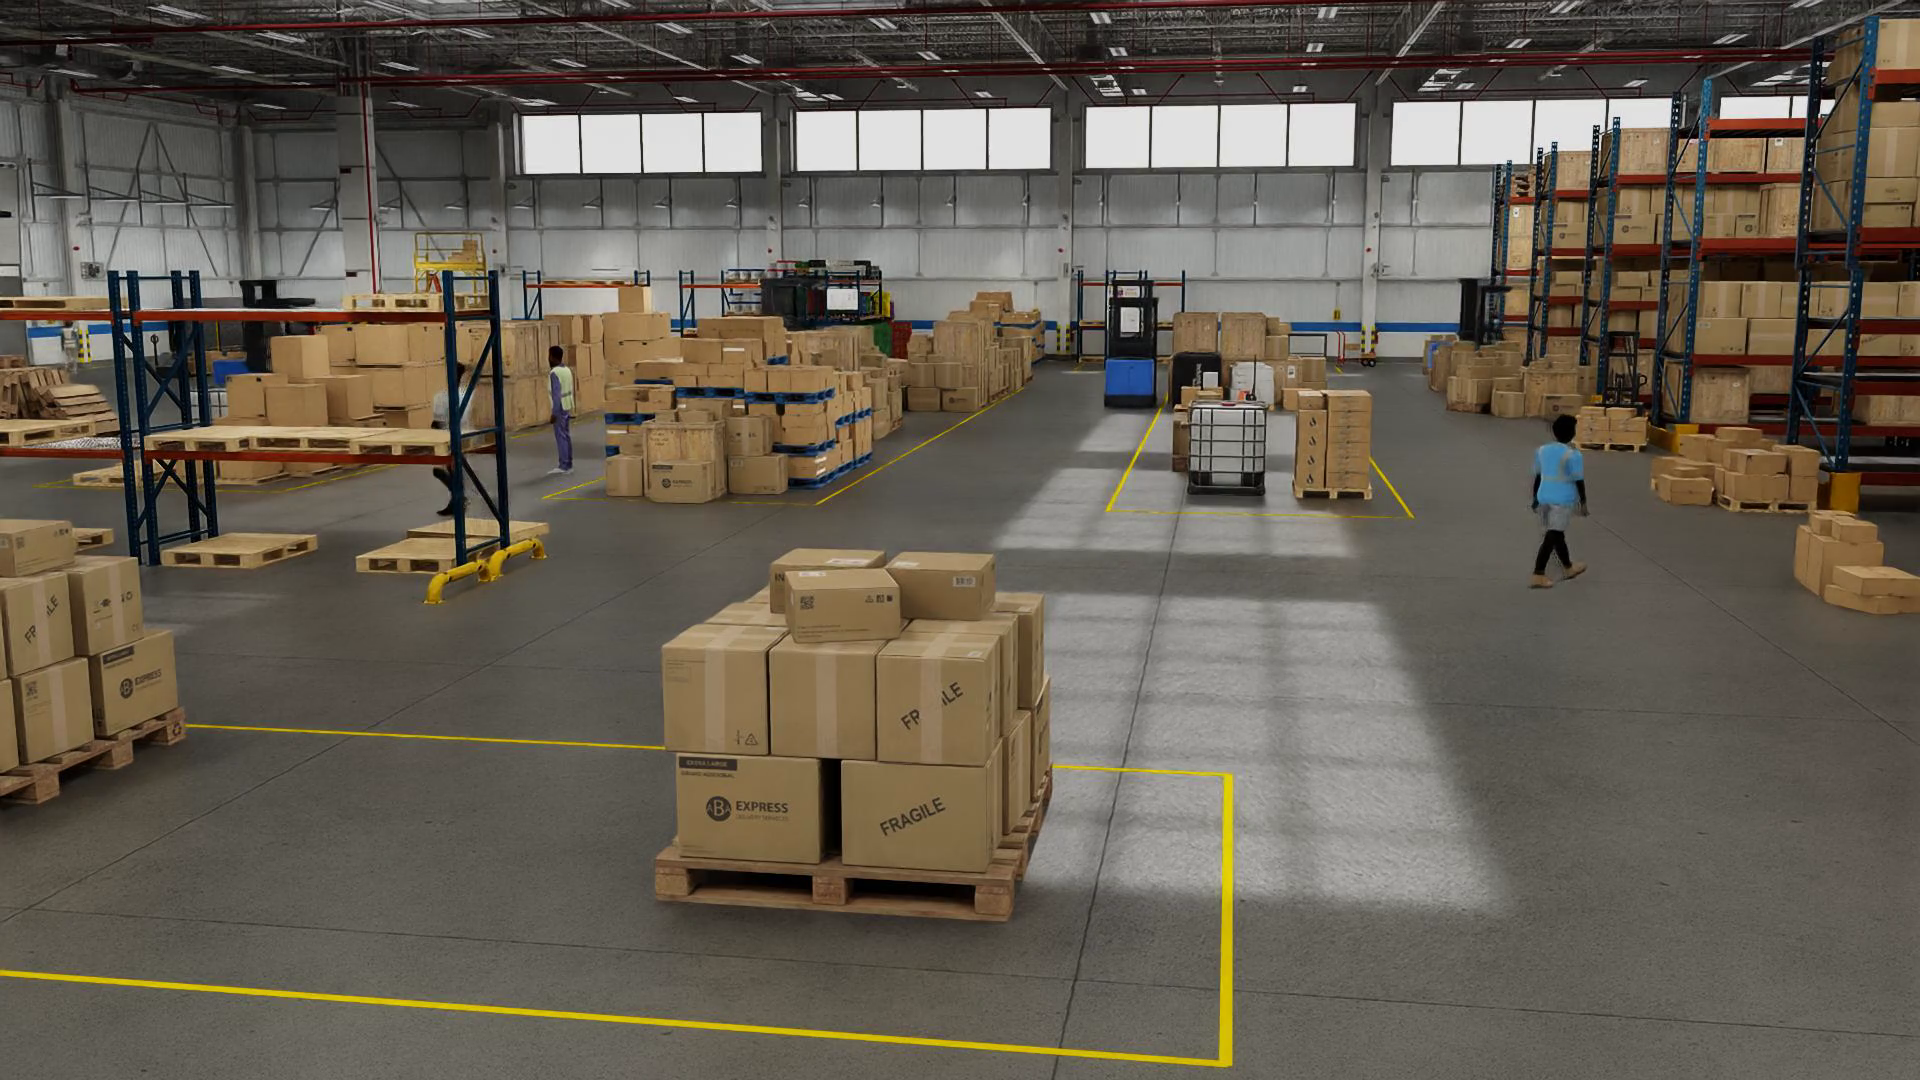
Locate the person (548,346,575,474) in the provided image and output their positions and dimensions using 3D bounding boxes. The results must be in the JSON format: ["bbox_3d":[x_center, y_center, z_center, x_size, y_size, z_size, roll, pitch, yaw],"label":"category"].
[{"bbox_3d":[-5.959,-1.935,24.811,0.380,1.917,0.596,1,9,3],"label":"person"}]

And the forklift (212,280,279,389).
[{"bbox_3d":[-15.176,-4.253,36.142,1.873,2.768,1.129,1,9,9],"label":"forklift"}]

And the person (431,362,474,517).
[{"bbox_3d":[-6.210,-1.216,20.334,0.568,1.930,0.637,5,10,28],"label":"person"}]

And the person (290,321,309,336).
[{"bbox_3d":[-17.455,-5.024,43.865,0.631,1.923,0.410,0,9,1],"label":"person"}]

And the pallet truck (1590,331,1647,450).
[{"bbox_3d":[11.253,-2.573,28.499,0.823,1.965,1.885,5,10,27],"label":"pallet truck"}]

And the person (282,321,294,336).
[{"bbox_3d":[-19.875,-5.923,49.642,0.843,1.853,0.678,6,11,32],"label":"person"}]

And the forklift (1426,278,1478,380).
[{"bbox_3d":[13.586,-5.628,44.624,1.873,2.768,1.129,1,9,9],"label":"forklift"}]

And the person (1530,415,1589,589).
[{"bbox_3d":[5.803,-0.371,15.969,0.868,1.648,0.552,-4,10,-23],"label":"person"}]

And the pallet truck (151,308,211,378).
[{"bbox_3d":[-21.869,-5.598,47.154,0.823,1.965,1.885,4,10,26],"label":"pallet truck"}]

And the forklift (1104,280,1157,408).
[{"bbox_3d":[3.817,-4.391,36.997,1.129,2.768,1.873,1,9,9],"label":"forklift"}]

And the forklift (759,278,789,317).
[{"bbox_3d":[-4.736,-5.290,42.537,1.873,2.768,1.129,4,10,24],"label":"forklift"}]

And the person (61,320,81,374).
[{"bbox_3d":[-25.990,-5.655,48.646,0.537,1.623,0.381,0,9,2],"label":"person"}]
